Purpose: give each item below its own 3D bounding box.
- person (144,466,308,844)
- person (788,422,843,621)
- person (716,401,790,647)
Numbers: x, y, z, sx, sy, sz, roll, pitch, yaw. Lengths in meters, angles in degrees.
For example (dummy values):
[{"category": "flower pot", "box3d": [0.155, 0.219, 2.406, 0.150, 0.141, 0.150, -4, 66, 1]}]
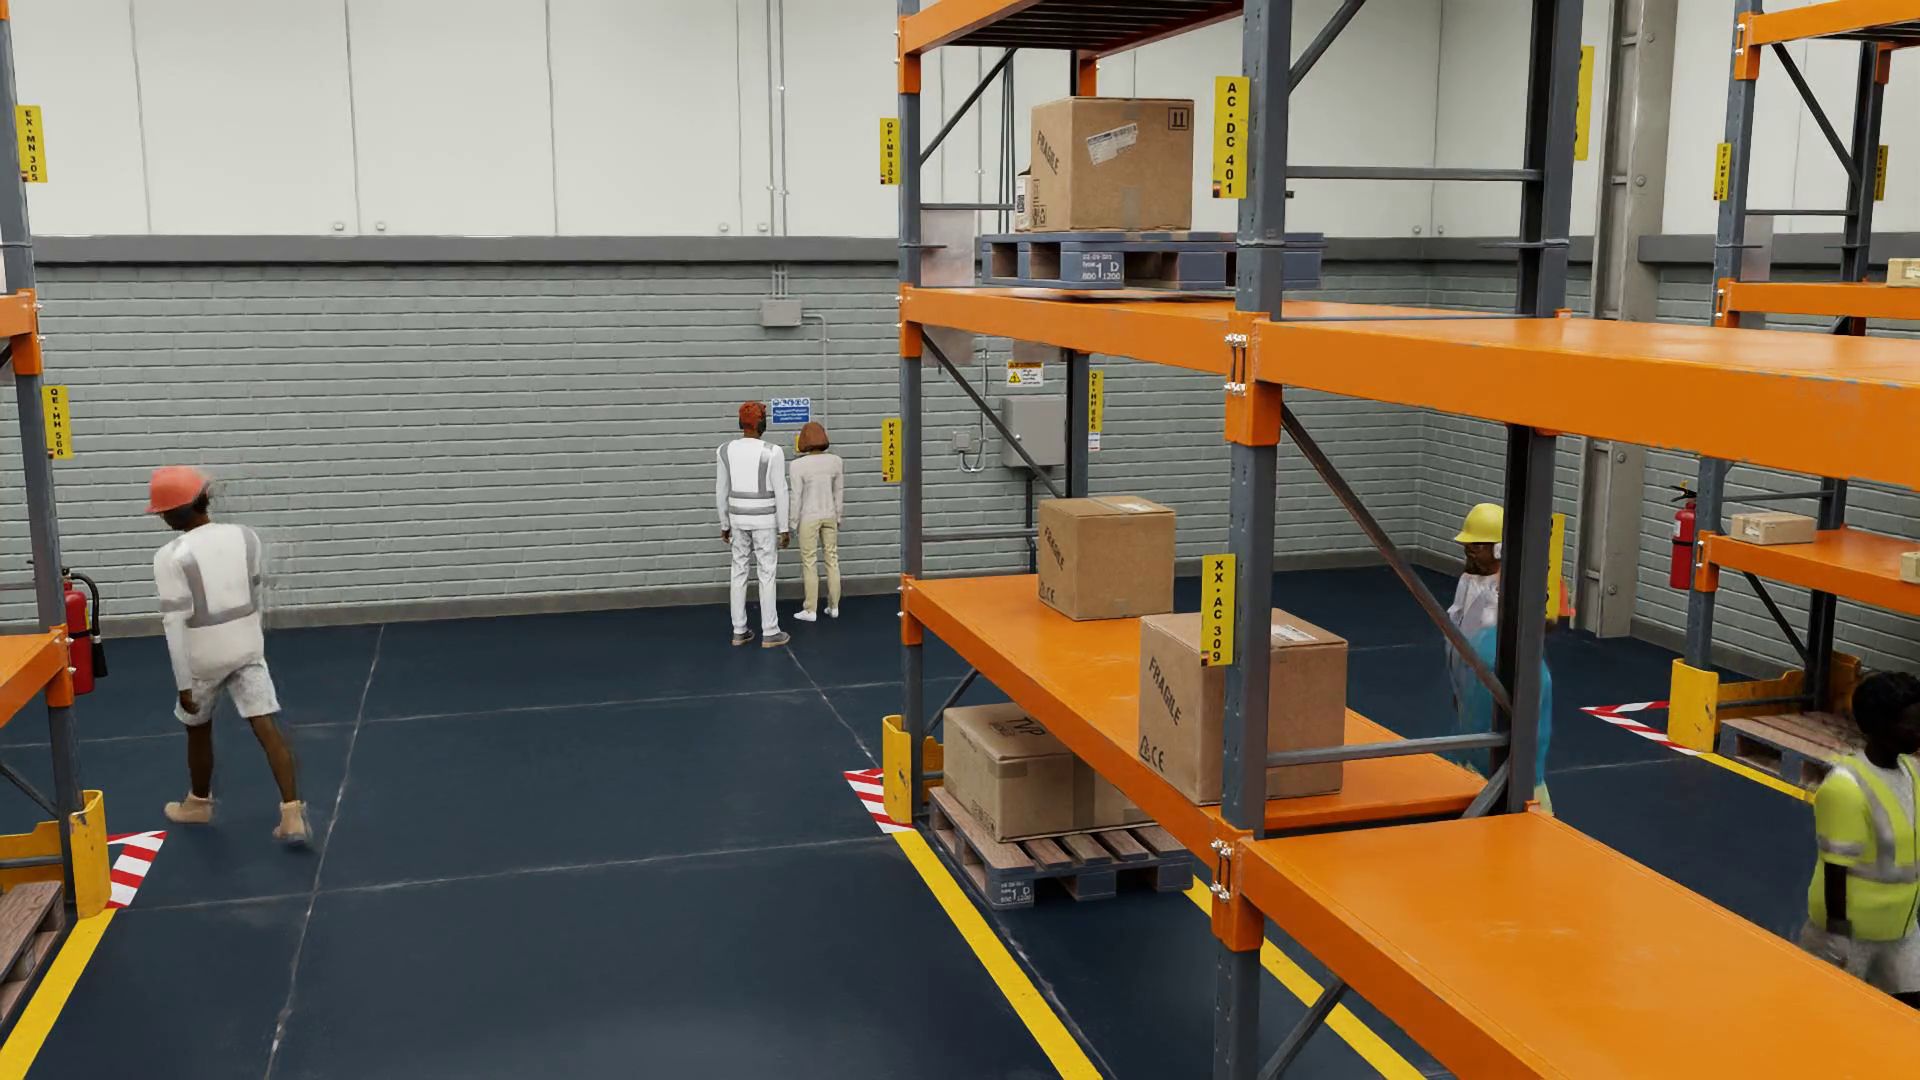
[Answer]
[{"category": "person", "box3d": [-3.748, 0.588, 8.458, 1.075, 1.966, 0.654, 7, 12, 33]}, {"category": "person", "box3d": [-1.174, -0.152, 13.598, 0.499, 1.633, 0.289, -7, 12, -36]}, {"category": "person", "box3d": [-1.567, -0.118, 12.688, 0.585, 1.882, 0.343, 4, 11, 19]}]
